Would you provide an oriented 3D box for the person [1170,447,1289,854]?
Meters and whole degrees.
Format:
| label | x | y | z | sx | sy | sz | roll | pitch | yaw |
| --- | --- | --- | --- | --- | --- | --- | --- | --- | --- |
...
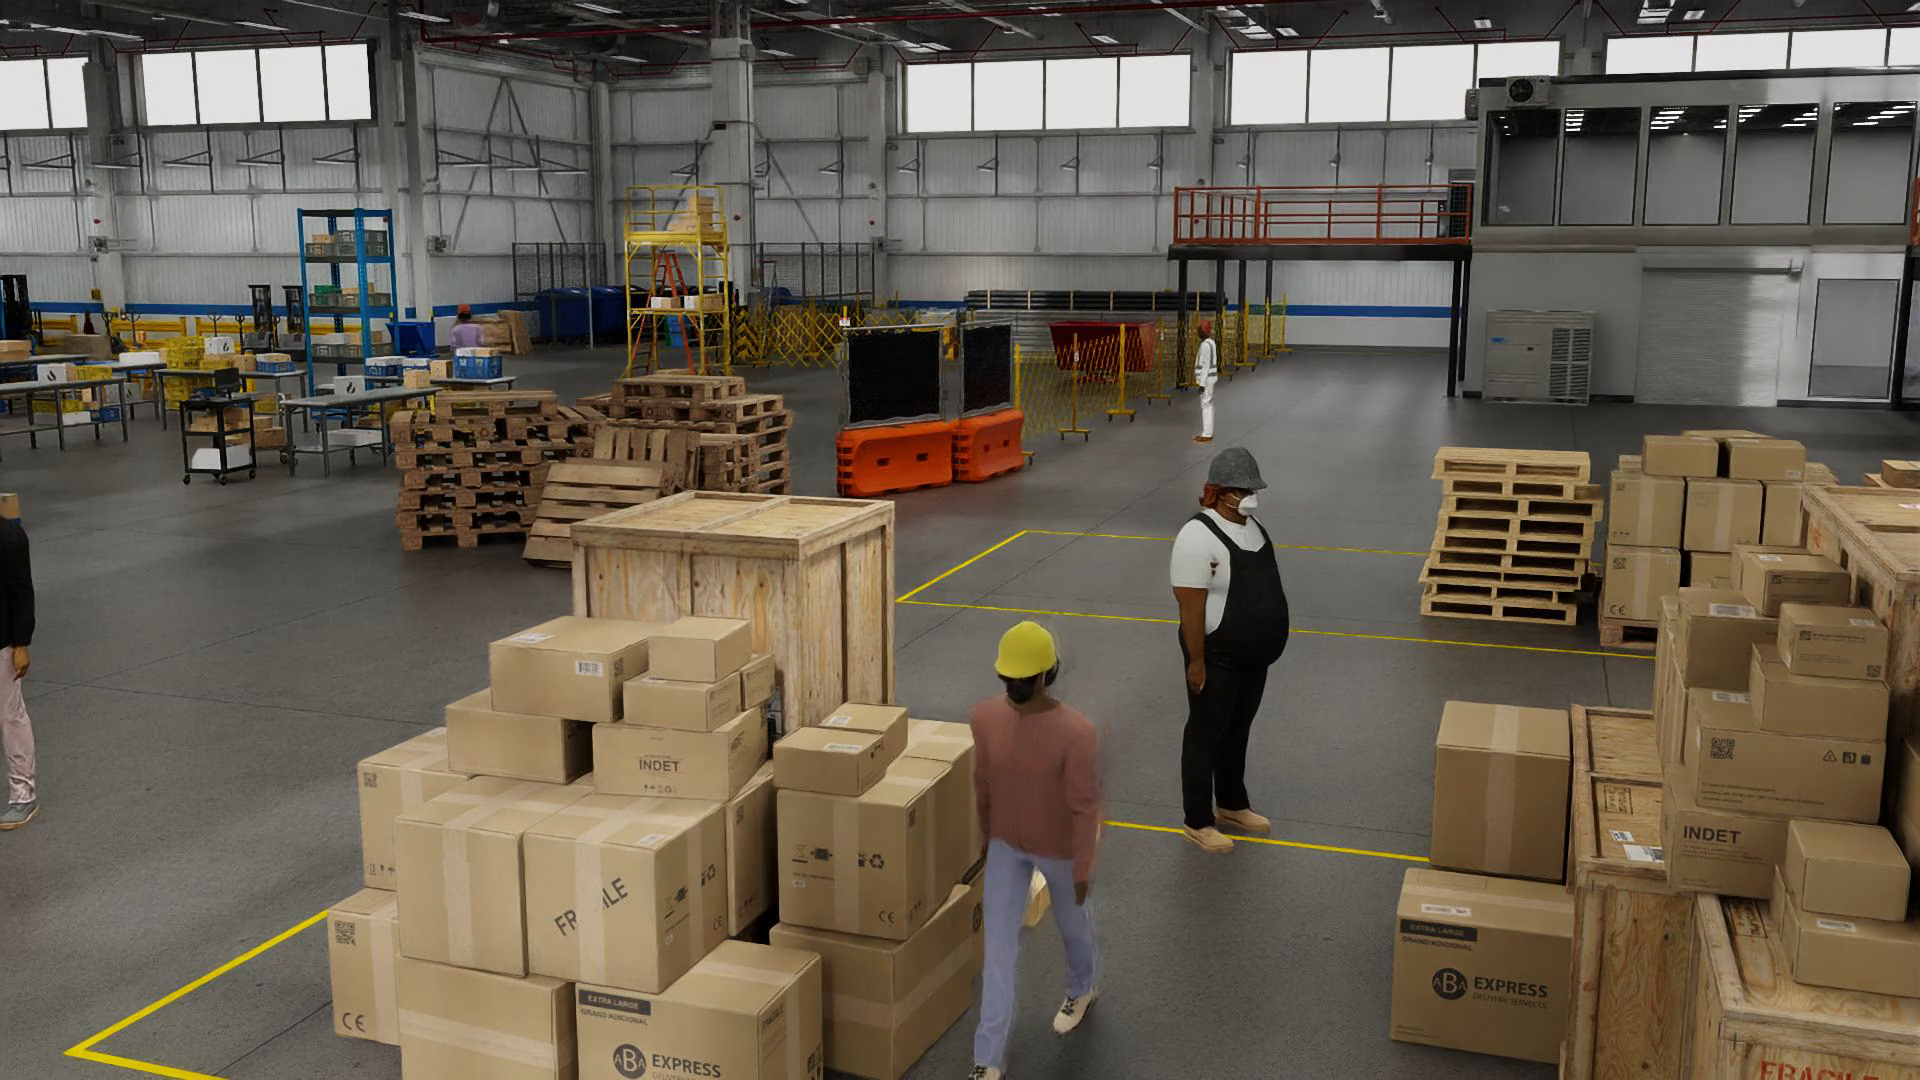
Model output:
| label | x | y | z | sx | sy | sz | roll | pitch | yaw |
| --- | --- | --- | --- | --- | --- | --- | --- | --- | --- |
| person | 1.391 | 0.538 | 8.408 | 0.539 | 2.000 | 0.688 | 8 | 13 | 39 |

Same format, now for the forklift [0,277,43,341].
| label | x | y | z | sx | sy | sz | roll | pitch | yaw |
| --- | --- | --- | --- | --- | --- | --- | --- | --- | --- |
| forklift | -27.151 | -6.329 | 46.328 | 1.157 | 1.987 | 2.680 | 3 | 11 | 17 |

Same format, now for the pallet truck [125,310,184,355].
| label | x | y | z | sx | sy | sz | roll | pitch | yaw |
| --- | --- | --- | --- | --- | --- | --- | --- | --- | --- |
| pallet truck | -22.038 | -5.665 | 45.457 | 0.704 | 1.261 | 1.522 | 3 | 11 | 17 |

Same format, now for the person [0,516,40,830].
| label | x | y | z | sx | sy | sz | roll | pitch | yaw |
| --- | --- | --- | --- | --- | --- | --- | --- | --- | --- |
| person | -5.113 | 0.520 | 8.642 | 0.612 | 1.995 | 0.377 | 1 | 10 | 4 |

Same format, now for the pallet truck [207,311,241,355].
| label | x | y | z | sx | sy | sz | roll | pitch | yaw |
| --- | --- | --- | --- | --- | --- | --- | --- | --- | --- |
| pallet truck | -19.537 | -5.575 | 44.913 | 0.653 | 1.274 | 1.630 | 3 | 11 | 19 |

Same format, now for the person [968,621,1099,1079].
| label | x | y | z | sx | sy | sz | roll | pitch | yaw |
| --- | --- | --- | --- | --- | --- | --- | --- | --- | --- |
| person | 0.287 | 1.110 | 6.124 | 0.529 | 1.710 | 0.958 | 5 | 11 | 25 |

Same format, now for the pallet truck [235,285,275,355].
| label | x | y | z | sx | sy | sz | roll | pitch | yaw |
| --- | --- | --- | --- | --- | --- | --- | --- | --- | --- |
| pallet truck | -18.327 | -5.835 | 44.421 | 0.823 | 1.965 | 1.885 | 4 | 11 | 23 |

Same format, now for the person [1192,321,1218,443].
| label | x | y | z | sx | sy | sz | roll | pitch | yaw |
| --- | --- | --- | --- | --- | --- | --- | --- | --- | --- |
| person | 3.766 | -2.424 | 25.535 | 0.361 | 1.884 | 0.574 | 3 | 11 | 18 |

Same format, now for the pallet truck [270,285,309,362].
| label | x | y | z | sx | sy | sz | roll | pitch | yaw |
| --- | --- | --- | --- | --- | --- | --- | --- | --- | --- |
| pallet truck | -17.147 | -5.700 | 43.663 | 0.823 | 1.965 | 1.885 | 3 | 11 | 17 |

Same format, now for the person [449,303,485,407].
| label | x | y | z | sx | sy | sz | roll | pitch | yaw |
| --- | --- | --- | --- | --- | --- | --- | --- | --- | --- |
| person | -8.659 | -3.162 | 29.328 | 0.612 | 2.023 | 0.768 | -7 | 12 | -35 |

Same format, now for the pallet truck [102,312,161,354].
| label | x | y | z | sx | sy | sz | roll | pitch | yaw |
| --- | --- | --- | --- | --- | --- | --- | --- | --- | --- |
| pallet truck | -23.057 | -5.777 | 46.261 | 0.680 | 1.201 | 1.601 | 3 | 11 | 19 |
